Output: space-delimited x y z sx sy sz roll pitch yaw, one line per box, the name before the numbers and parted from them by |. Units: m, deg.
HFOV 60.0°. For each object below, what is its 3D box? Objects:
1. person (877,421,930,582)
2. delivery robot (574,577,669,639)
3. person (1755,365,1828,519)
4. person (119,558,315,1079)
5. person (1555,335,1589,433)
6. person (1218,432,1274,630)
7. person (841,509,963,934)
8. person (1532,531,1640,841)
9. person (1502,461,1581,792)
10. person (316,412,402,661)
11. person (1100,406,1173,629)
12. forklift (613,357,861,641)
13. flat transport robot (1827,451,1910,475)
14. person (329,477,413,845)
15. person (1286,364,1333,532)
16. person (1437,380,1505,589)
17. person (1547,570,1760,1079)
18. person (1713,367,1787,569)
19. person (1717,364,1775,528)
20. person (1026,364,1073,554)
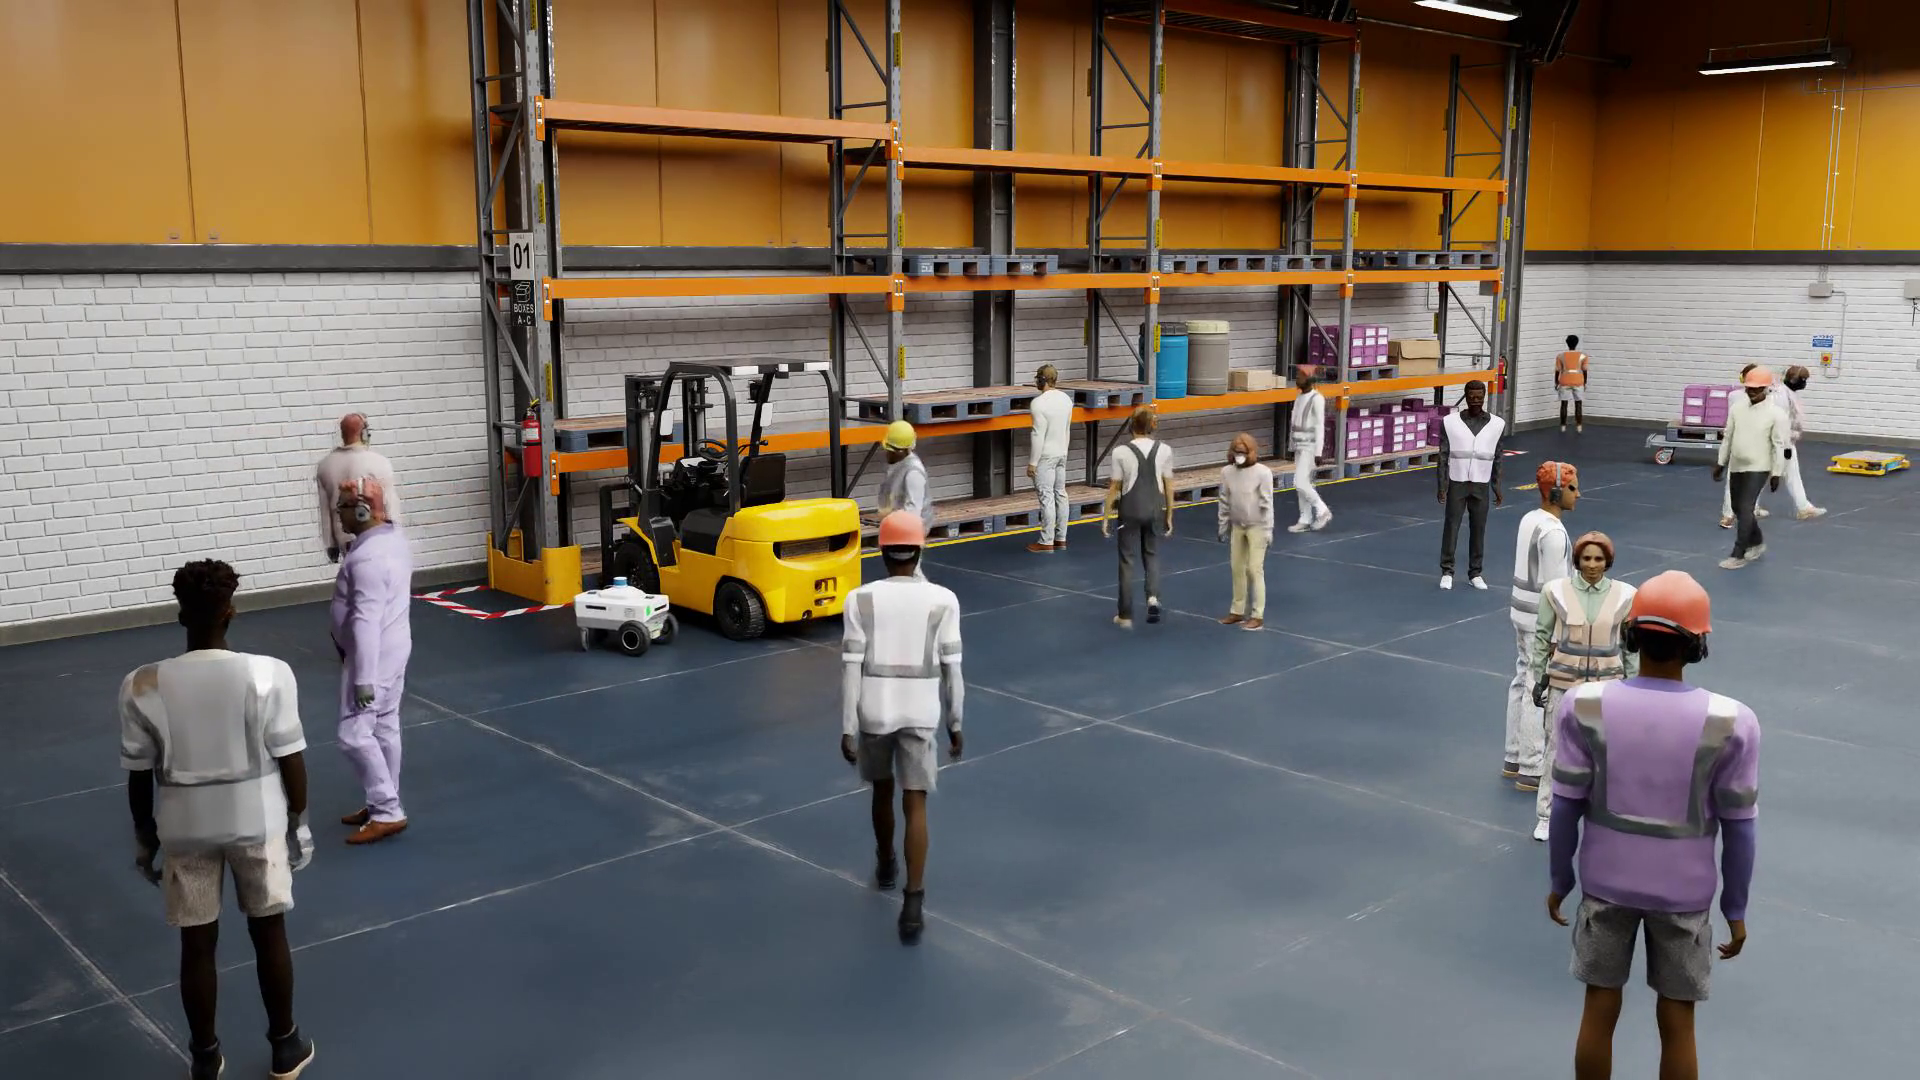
person | -0.373 -0.063 13.023 0.561 1.783 0.661 -3 10 -15
delivery robot | -2.618 0.528 12.859 0.707 0.478 0.477 4 10 21
person | 9.542 -1.119 19.176 0.934 1.781 0.643 8 13 40
person | -2.672 1.035 6.035 0.611 1.963 0.364 -3 10 -17
person | 10.503 -2.676 28.573 0.553 1.694 0.343 4 10 20
person | 2.327 -0.075 13.545 0.562 1.620 0.344 9 13 44
person | -0.265 0.814 7.661 0.564 1.871 0.953 0 10 -1
person | 3.223 0.763 8.590 0.524 1.637 0.306 3 10 16
person | 3.320 0.488 9.480 0.337 1.882 0.584 0 10 3
person | -4.492 -0.014 12.423 0.650 1.882 0.747 4 10 22
person | 1.436 -0.167 13.509 0.609 1.824 0.447 -2 10 -12
forklift | -1.847 -0.414 13.852 1.214 2.155 2.313 -9 13 -42
flat transport robot | 12.829 -1.095 23.462 0.652 0.197 1.431 10 14 44
person | -3.078 0.614 8.690 0.421 1.905 0.682 -1 10 -4
person | 3.787 -1.000 18.254 0.419 1.871 0.577 -2 10 -11
person | 4.655 -0.506 15.198 0.587 1.920 0.391 1 10 6
person | 2.228 1.107 5.394 0.615 2.040 0.391 5 11 27
person | 7.770 -0.721 16.331 0.860 1.966 0.619 -5 11 -25
person | 8.705 -1.022 18.469 0.570 1.835 0.811 7 12 37
person | 0.904 -0.829 17.032 0.371 1.940 0.627 7 12 37
